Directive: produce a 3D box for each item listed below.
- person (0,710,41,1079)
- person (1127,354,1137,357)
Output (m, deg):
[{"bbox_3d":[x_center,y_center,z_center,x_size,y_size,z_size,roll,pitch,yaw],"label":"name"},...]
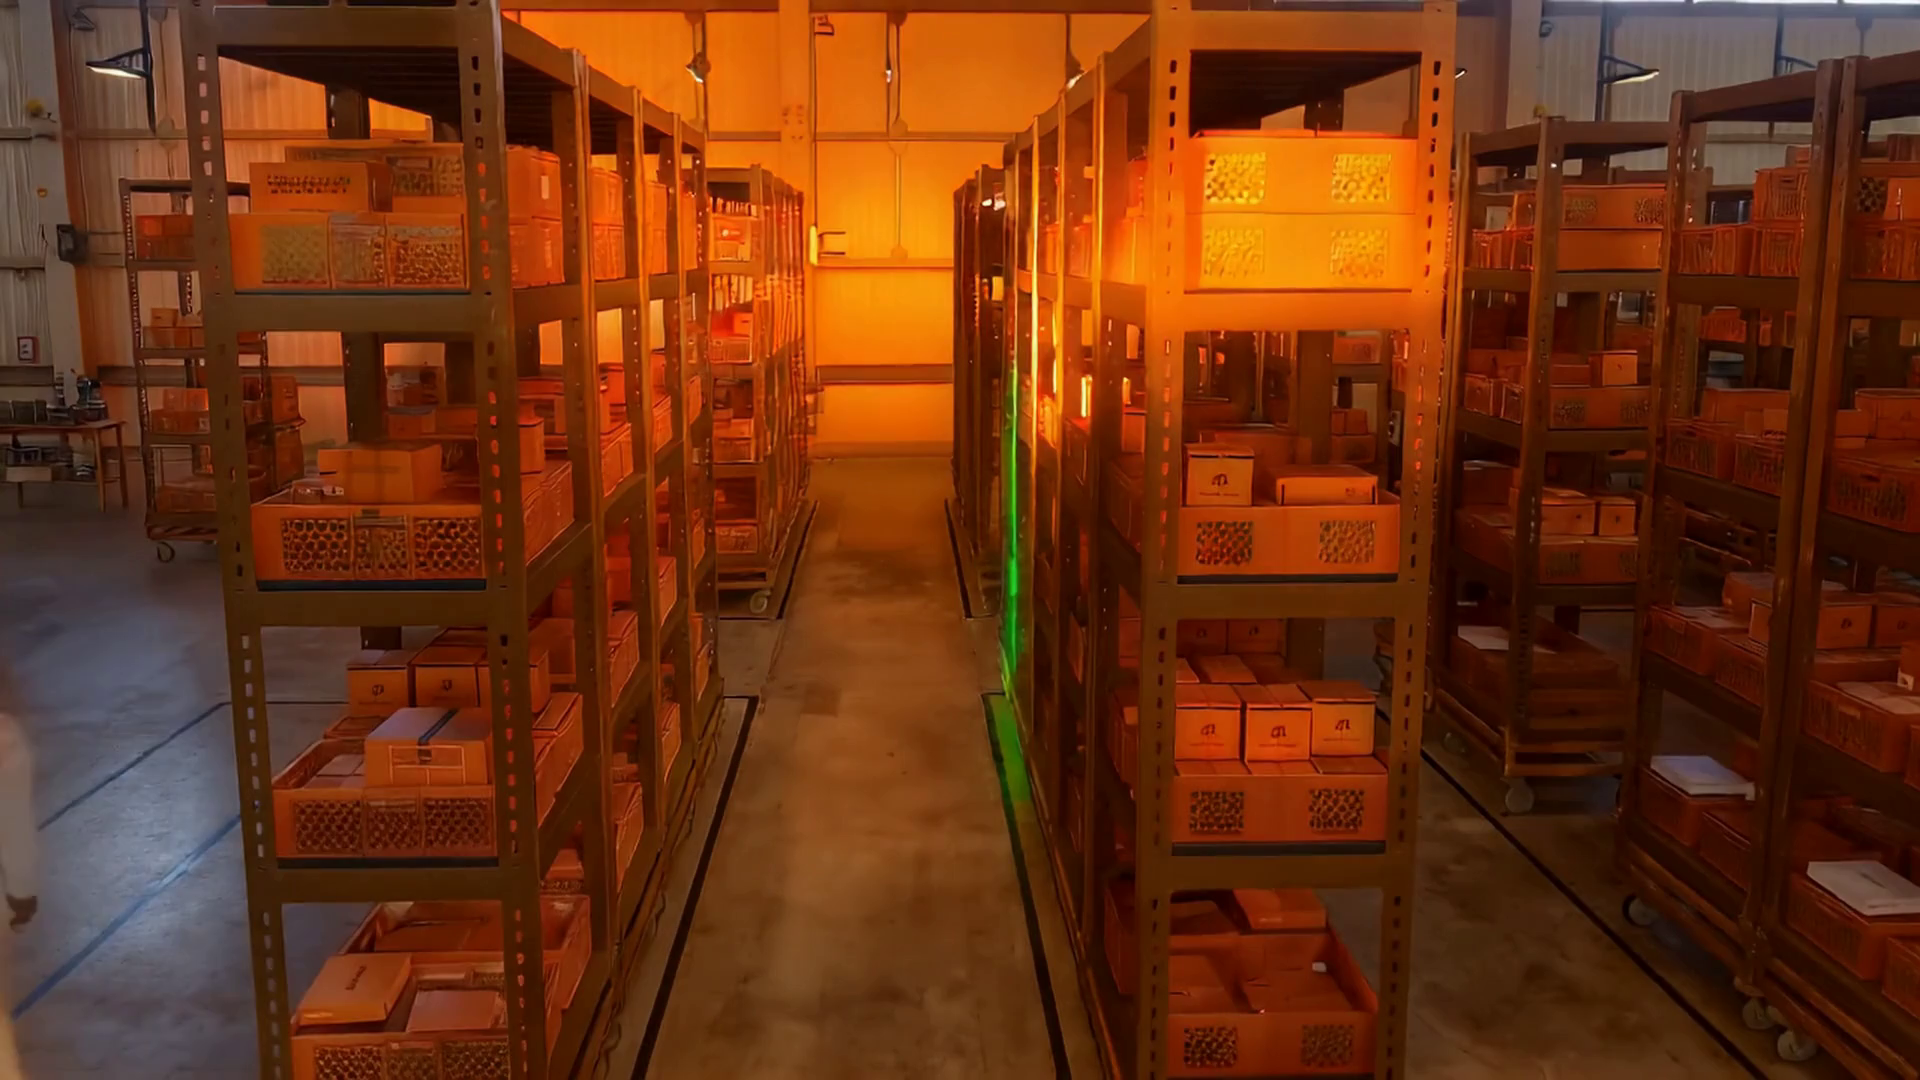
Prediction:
[{"bbox_3d":[-3.223,1.146,5.202,0.662,1.861,1.005,-9,14,-43],"label":"person"},{"bbox_3d":[1.856,-1.183,18.586,0.580,1.805,0.772,1,10,4],"label":"person"}]
